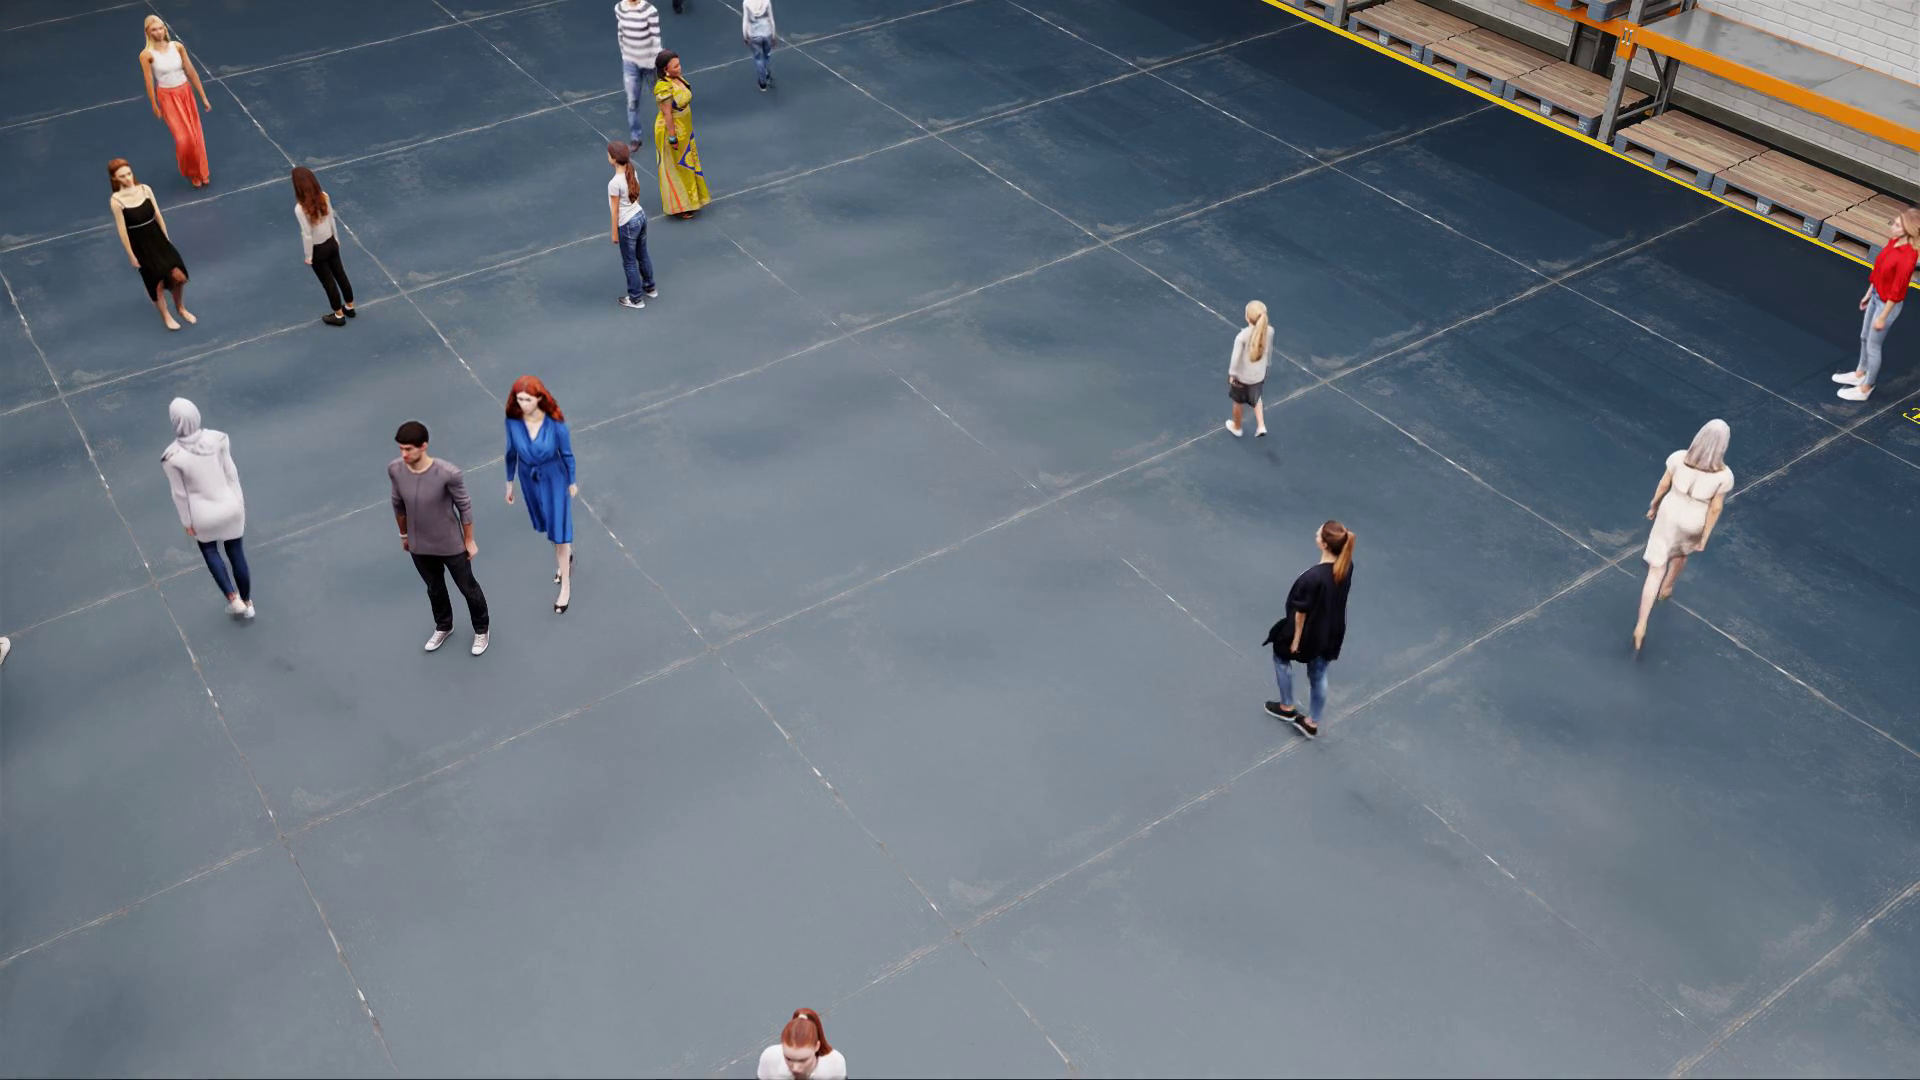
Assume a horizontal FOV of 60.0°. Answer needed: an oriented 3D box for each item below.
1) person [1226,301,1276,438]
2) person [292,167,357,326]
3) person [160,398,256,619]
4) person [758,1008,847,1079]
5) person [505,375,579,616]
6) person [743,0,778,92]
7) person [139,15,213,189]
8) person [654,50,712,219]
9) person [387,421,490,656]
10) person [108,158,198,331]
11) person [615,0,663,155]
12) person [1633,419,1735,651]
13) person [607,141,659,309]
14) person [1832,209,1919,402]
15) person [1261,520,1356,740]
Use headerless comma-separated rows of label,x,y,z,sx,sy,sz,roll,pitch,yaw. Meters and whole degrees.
person,2.339,-1.324,13.239,0.602,1.269,0.715,-13,40,-16
person,-5.614,-2.589,14.649,0.627,1.484,0.618,16,41,19
person,-5.062,-0.153,11.375,0.597,1.765,0.591,-25,45,-28
person,-0.709,2.761,7.746,0.654,1.739,0.688,0,39,0
person,-2.882,-0.403,11.647,0.888,1.814,0.941,7,39,9
person,-2.242,-5.667,18.693,0.611,1.248,0.738,-11,40,-14
person,-7.902,-4.420,16.699,0.851,1.787,0.742,28,47,31
person,-2.788,-3.991,16.264,1.062,1.660,0.979,3,39,3
person,-3.490,-0.018,11.136,0.727,1.851,0.780,5,39,7
person,-7.151,-2.599,14.560,0.666,1.612,0.644,28,46,30
person,-3.294,-5.059,17.483,1.187,1.807,1.203,9,39,11
person,4.837,-0.014,11.259,1.172,1.692,0.984,21,43,24
person,-2.960,-2.843,14.905,0.646,1.562,0.613,17,42,20
person,7.585,-1.935,13.657,0.748,1.701,0.687,6,39,8
person,2.295,0.620,10.482,0.661,1.671,0.675,-20,43,-24
